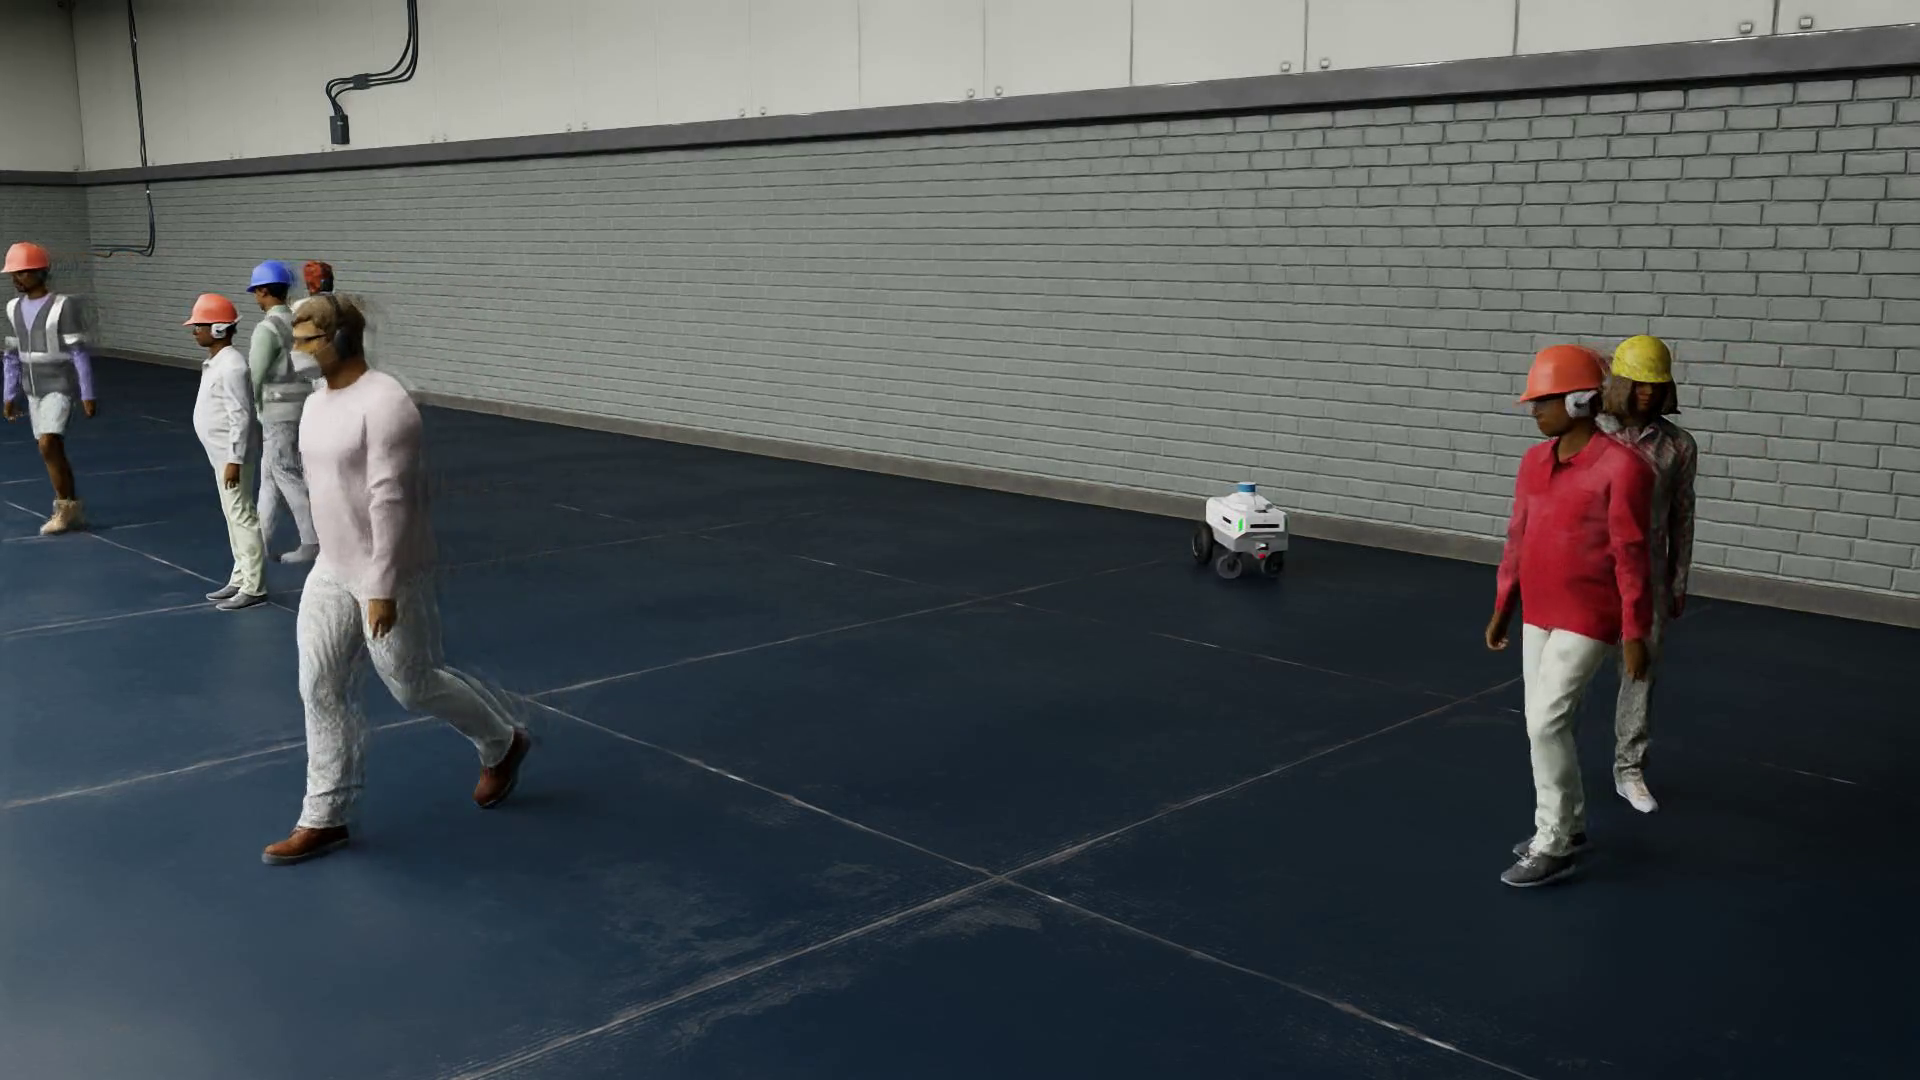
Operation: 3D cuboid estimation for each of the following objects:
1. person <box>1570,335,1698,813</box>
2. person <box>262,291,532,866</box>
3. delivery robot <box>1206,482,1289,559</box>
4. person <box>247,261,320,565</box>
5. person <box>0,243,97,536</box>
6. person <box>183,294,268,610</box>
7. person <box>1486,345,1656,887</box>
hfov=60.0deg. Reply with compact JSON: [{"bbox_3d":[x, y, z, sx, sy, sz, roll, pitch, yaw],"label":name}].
[{"bbox_3d":[2.370,0.136,5.958,0.484,1.735,0.347,1,10,5],"label":"person"},{"bbox_3d":[-1.952,0.102,5.682,0.621,1.905,0.927,8,13,37],"label":"person"},{"bbox_3d":[1.772,-0.117,10.279,0.477,0.478,0.707,-2,11,-8],"label":"delivery robot"},{"bbox_3d":[-4.322,-0.790,10.499,0.668,1.909,0.664,0,10,-2],"label":"person"},{"bbox_3d":[-6.345,-1.020,11.453,0.652,2.017,0.663,3,11,18],"label":"person"},{"bbox_3d":[-4.100,-0.490,9.292,0.328,1.753,0.560,-6,12,-30],"label":"person"},{"bbox_3d":[1.899,0.241,5.388,0.587,1.719,0.605,-3,11,-18],"label":"person"}]
